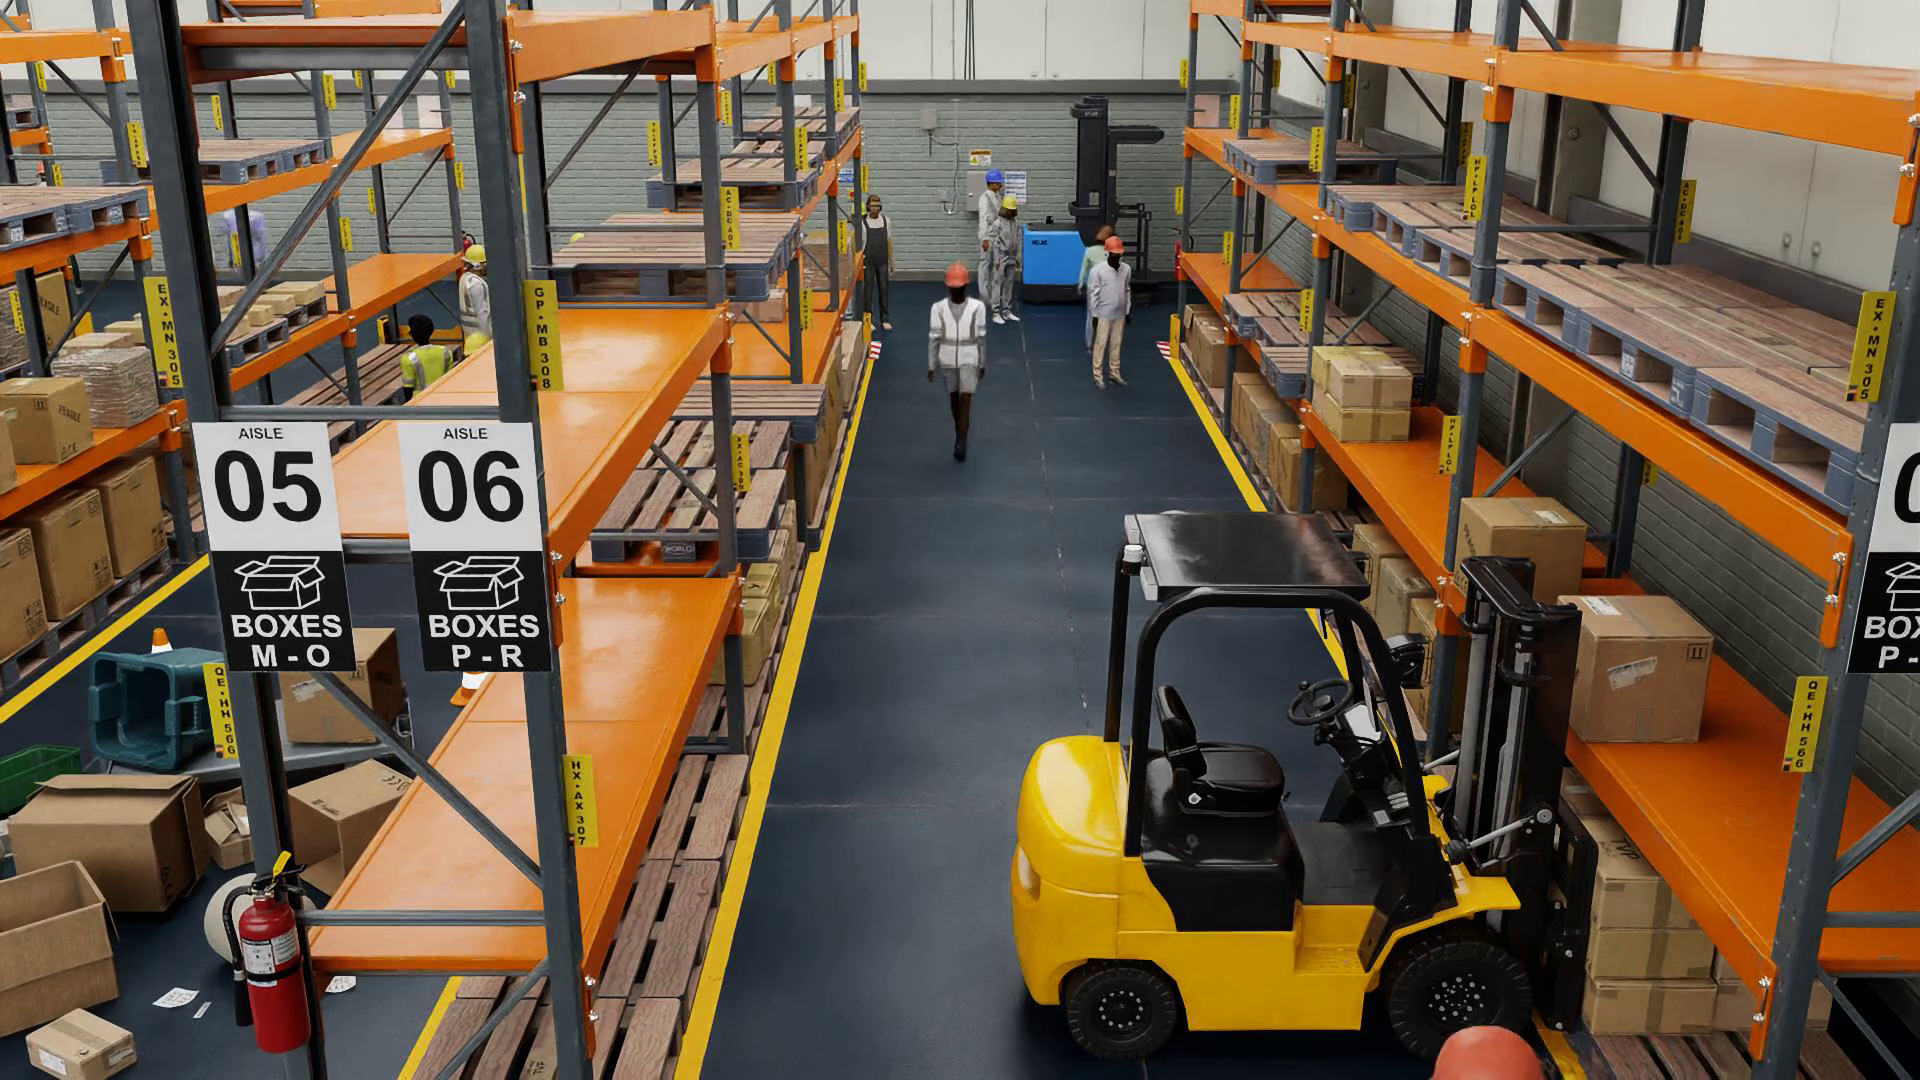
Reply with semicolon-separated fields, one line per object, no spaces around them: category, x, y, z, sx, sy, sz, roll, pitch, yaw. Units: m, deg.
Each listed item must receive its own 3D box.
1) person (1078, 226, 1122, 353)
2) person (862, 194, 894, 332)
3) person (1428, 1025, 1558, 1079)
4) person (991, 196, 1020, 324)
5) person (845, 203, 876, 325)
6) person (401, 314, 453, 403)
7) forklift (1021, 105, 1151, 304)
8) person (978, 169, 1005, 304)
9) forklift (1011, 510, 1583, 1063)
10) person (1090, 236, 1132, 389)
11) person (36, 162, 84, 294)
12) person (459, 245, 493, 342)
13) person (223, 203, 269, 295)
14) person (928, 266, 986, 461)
person;1.779;-3.200;21.194;0.602;1.568;0.857;7;20;20
person;-1.145;-3.720;22.386;0.509;1.842;0.349;-8;20;-23
person;1.548;2.141;4.424;0.810;2.001;0.618;-2;18;-6
person;0.654;-3.876;23.004;0.312;1.738;0.483;17;25;42
person;-1.354;-3.683;22.425;0.485;1.736;0.320;-4;19;-11
person;-4.754;-1.186;14.939;0.320;1.693;0.534;13;22;35
forklift;1.857;-4.944;24.441;1.873;2.768;1.129;0;18;0
person;0.463;-4.462;24.442;0.402;1.949;0.605;8;20;22
forklift;1.387;1.055;7.378;2.313;2.155;1.214;0;18;0
person;1.754;-2.629;19.206;0.565;1.751;0.330;-11;21;-30
person;-13.623;-4.683;25.036;0.611;1.996;0.387;-9;20;-26
person;-5.183;-2.278;18.025;0.404;1.827;0.602;-10;21;-27
person;-9.756;-3.882;22.757;0.591;1.908;0.559;-1;18;-2
person;-0.037;-1.746;16.334;0.564;1.878;1.006;2;18;6
